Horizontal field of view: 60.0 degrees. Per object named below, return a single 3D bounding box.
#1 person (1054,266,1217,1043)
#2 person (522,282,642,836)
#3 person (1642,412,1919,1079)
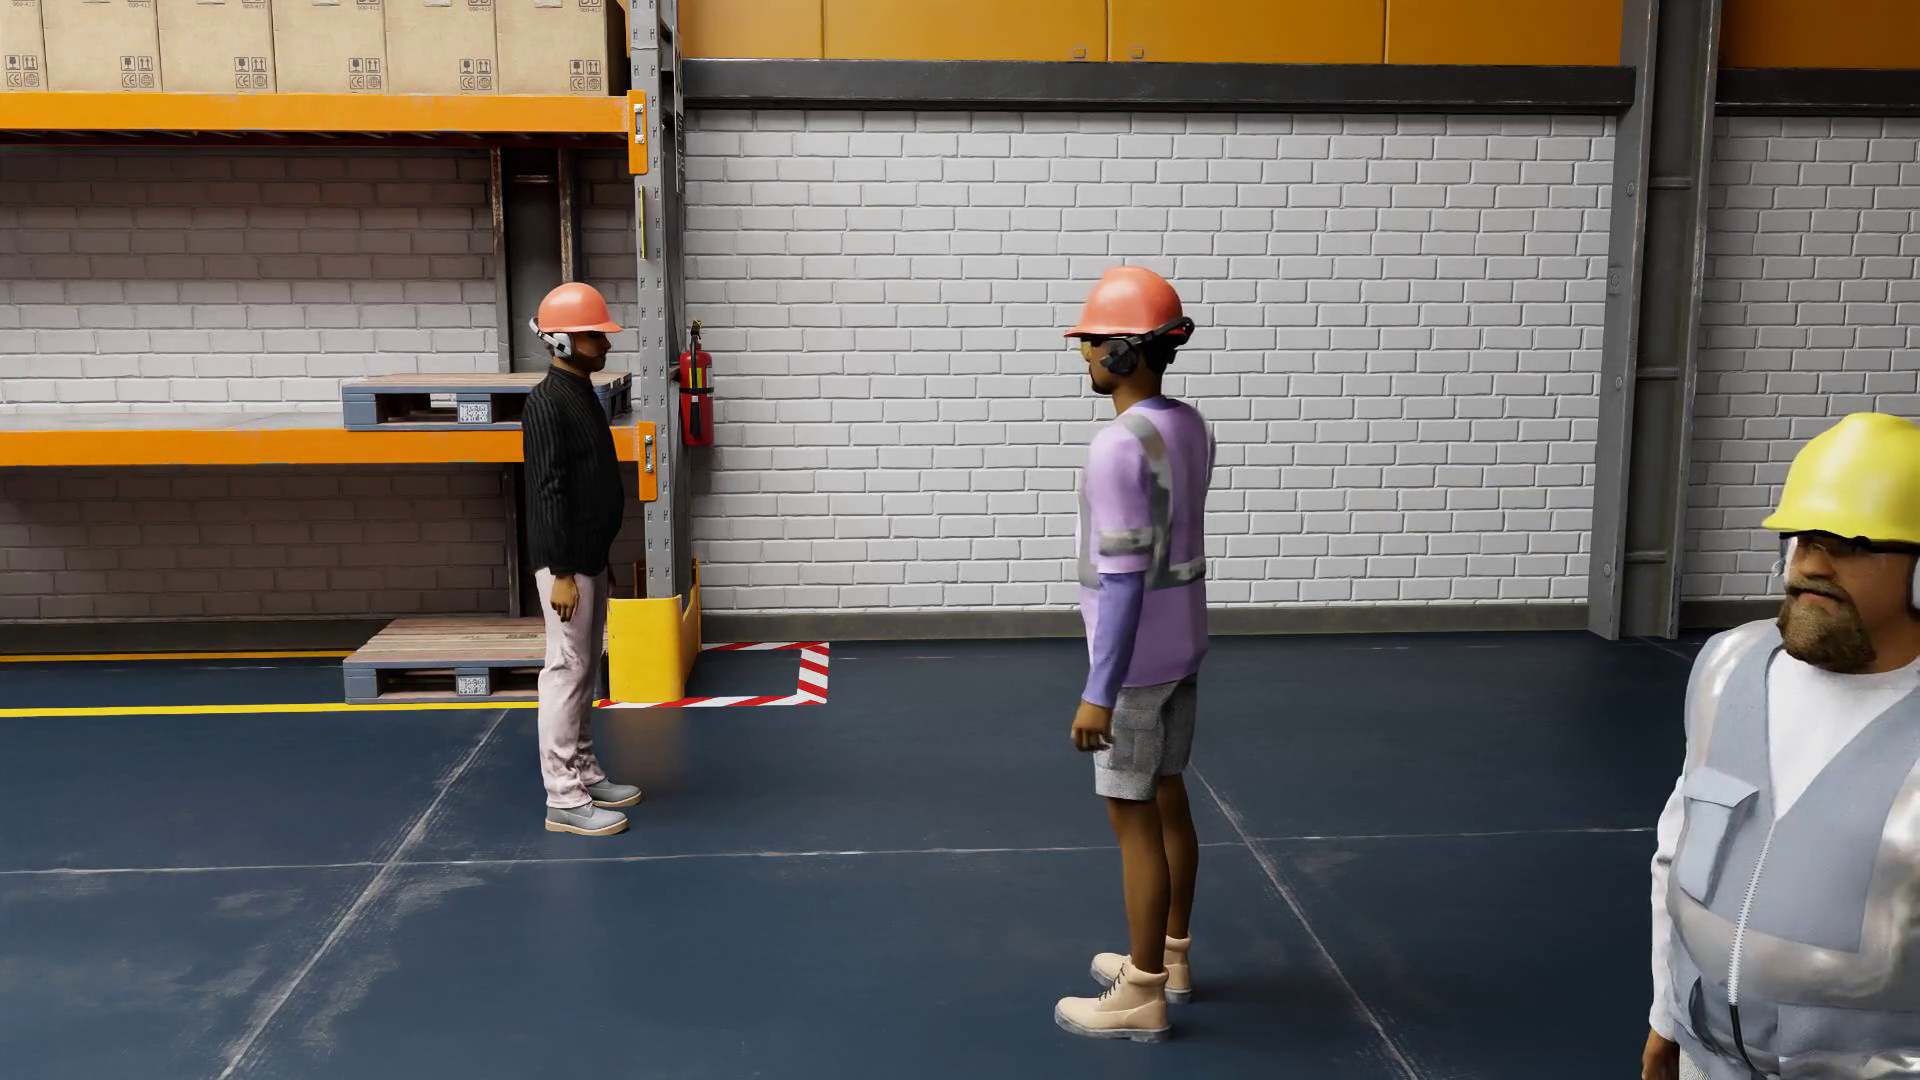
[{"bbox_3d":[0.454,0.307,4.418,0.386,2.045,0.605,5,10,27],"label":"person"},{"bbox_3d":[-1.394,0.066,6.089,0.382,1.994,0.613,0,9,0],"label":"person"},{"bbox_3d":[1.225,0.735,2.383,0.403,1.837,0.591,-5,10,-29],"label":"person"}]
